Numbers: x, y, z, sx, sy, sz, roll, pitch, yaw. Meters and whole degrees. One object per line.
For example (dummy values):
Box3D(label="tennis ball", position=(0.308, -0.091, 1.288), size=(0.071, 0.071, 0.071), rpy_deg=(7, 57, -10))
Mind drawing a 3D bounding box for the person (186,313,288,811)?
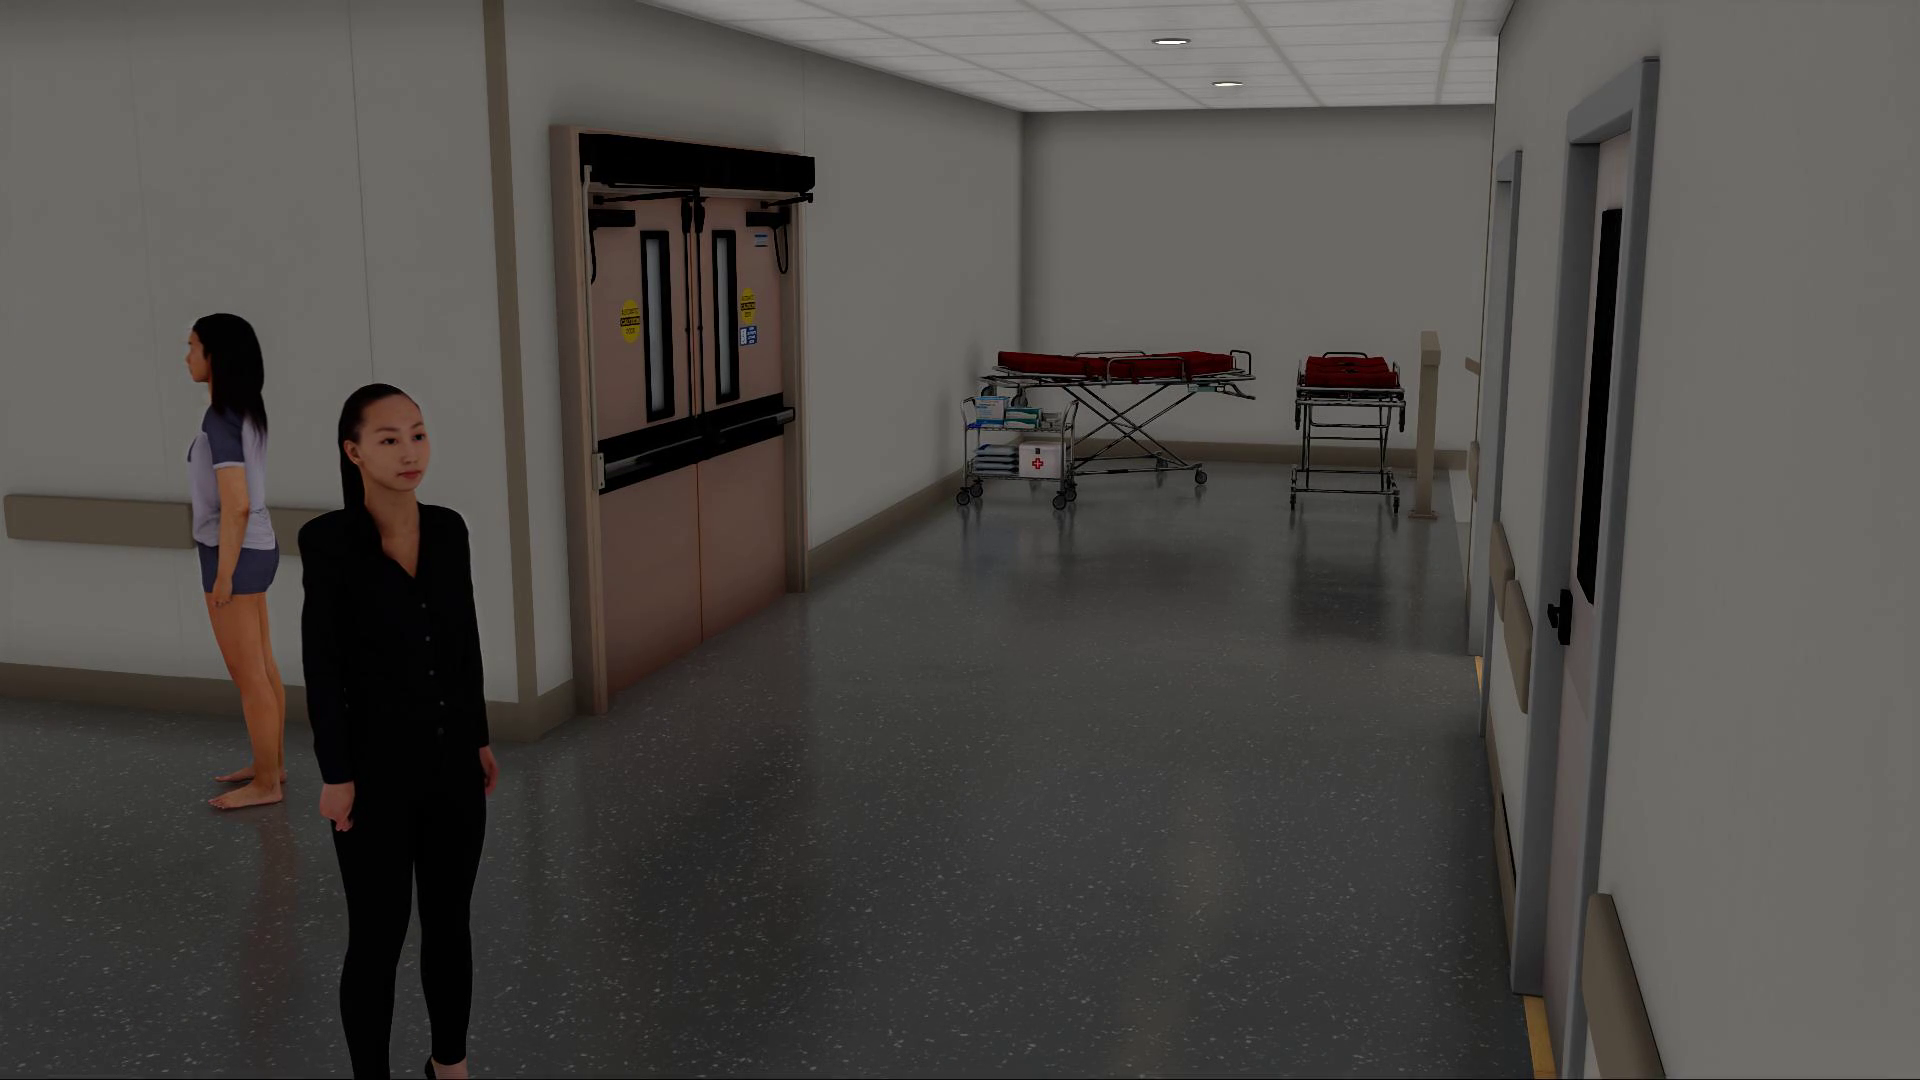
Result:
Box3D(label="person", position=(-2.543, 0.068, 5.861), size=(0.723, 1.734, 0.615), rpy_deg=(-3, 11, -15))

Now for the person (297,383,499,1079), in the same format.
Box3D(label="person", position=(-1.195, 0.511, 3.587), size=(0.696, 1.712, 0.549), rpy_deg=(8, 13, 36))
